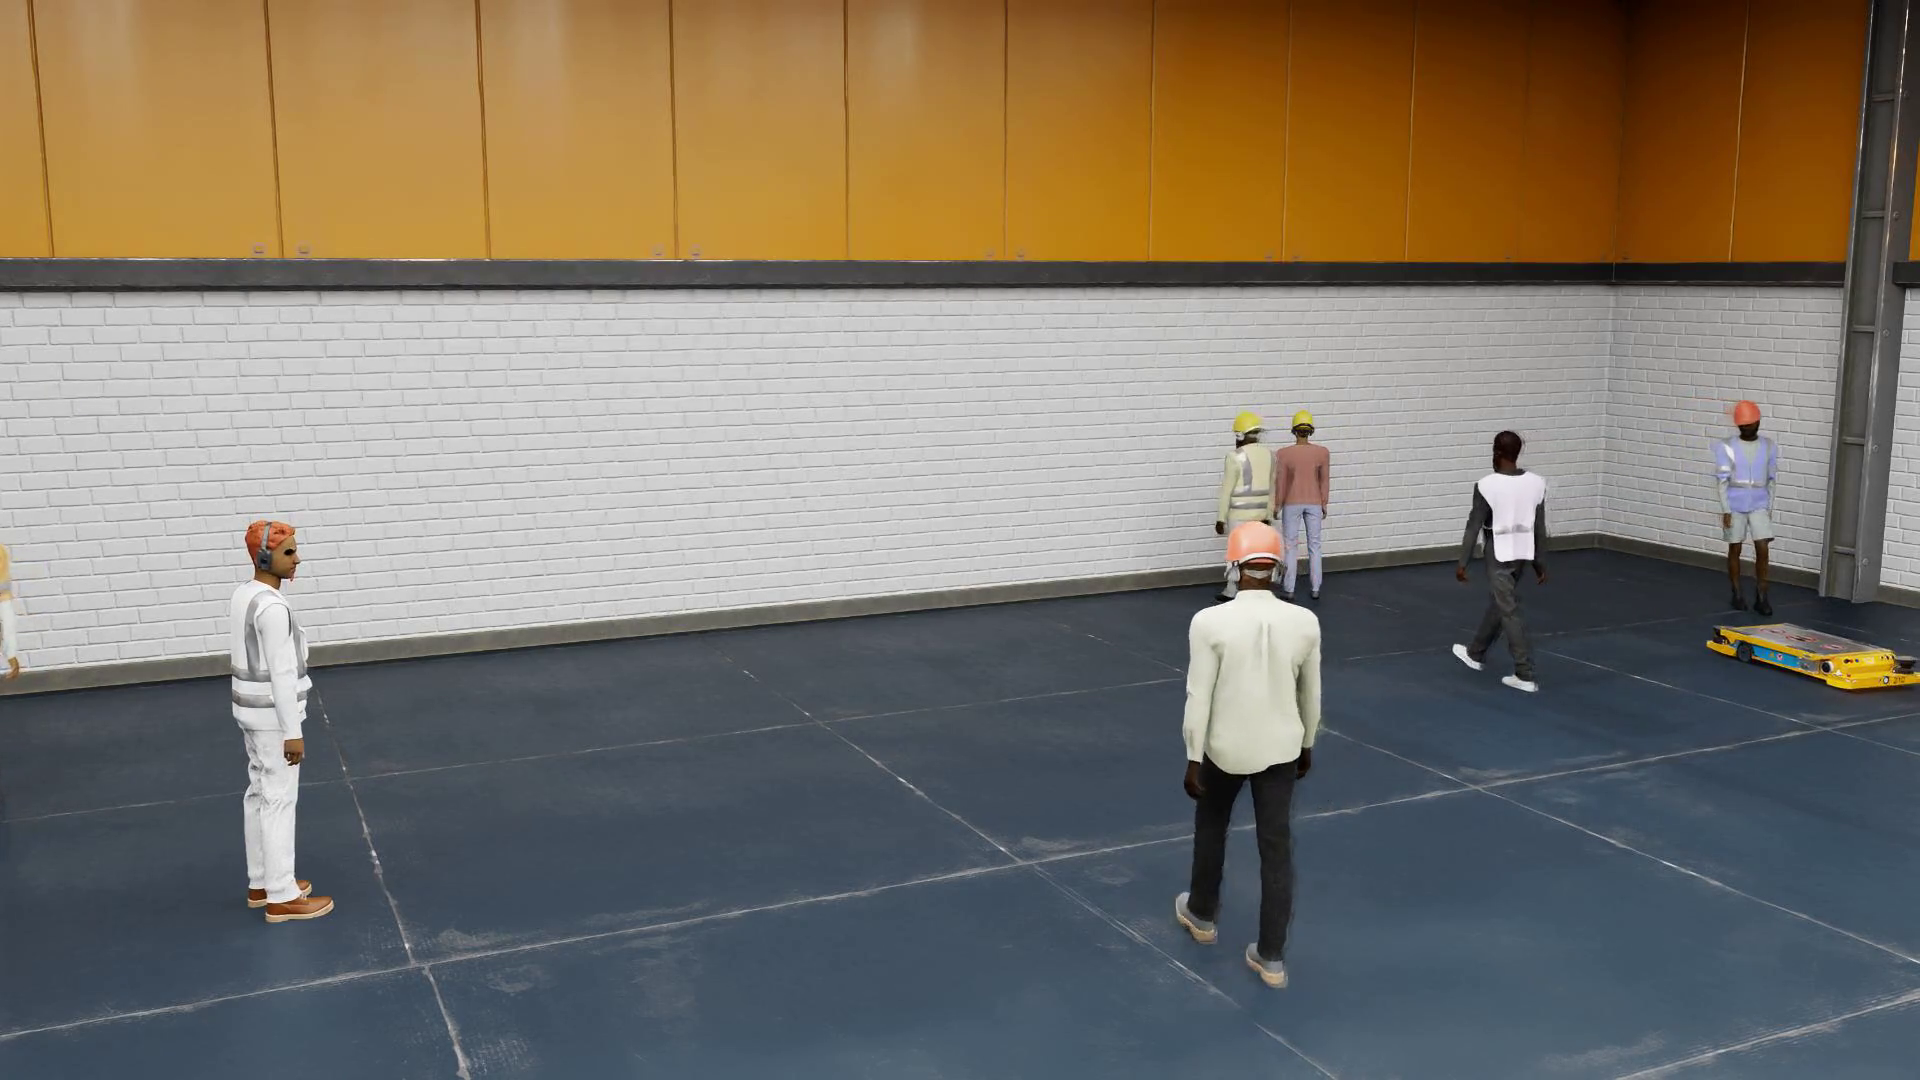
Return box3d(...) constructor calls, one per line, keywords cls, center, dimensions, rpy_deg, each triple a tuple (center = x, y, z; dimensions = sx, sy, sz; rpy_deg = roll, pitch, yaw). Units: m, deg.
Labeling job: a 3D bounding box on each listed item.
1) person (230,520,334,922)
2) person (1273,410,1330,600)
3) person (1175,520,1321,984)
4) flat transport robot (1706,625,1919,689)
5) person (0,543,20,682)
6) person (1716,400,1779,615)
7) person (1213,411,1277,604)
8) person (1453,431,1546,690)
box3d(cls="person", center=(-3.229, 0.844, 7.825), dimensions=(0.338, 1.879, 0.582), rpy_deg=(-7, 12, -38))
box3d(cls="person", center=(3.154, -0.319, 15.393), dimensions=(0.523, 1.769, 0.316), rpy_deg=(-1, 9, -5))
box3d(cls="person", center=(1.247, 0.882, 7.340), dimensions=(0.666, 1.955, 0.911), rpy_deg=(-2, 9, -10))
box3d(cls="flat transport robot", center=(6.483, 0.863, 12.691), dimensions=(0.652, 0.197, 1.431), rpy_deg=(-3, 10, -17))
box3d(cls="person", center=(-5.650, 0.593, 9.379), dimensions=(0.563, 1.886, 0.986), rpy_deg=(-7, 11, -35))
box3d(cls="person", center=(6.971, -0.285, 14.746), dimensions=(0.542, 1.901, 0.725), rpy_deg=(2, 9, 13))
box3d(cls="person", center=(2.567, -0.249, 14.841), dimensions=(0.606, 1.799, 0.795), rpy_deg=(-8, 12, -40))
box3d(cls="person", center=(3.994, 0.123, 12.343), dimensions=(0.616, 1.861, 0.990), rpy_deg=(-4, 10, -22))
